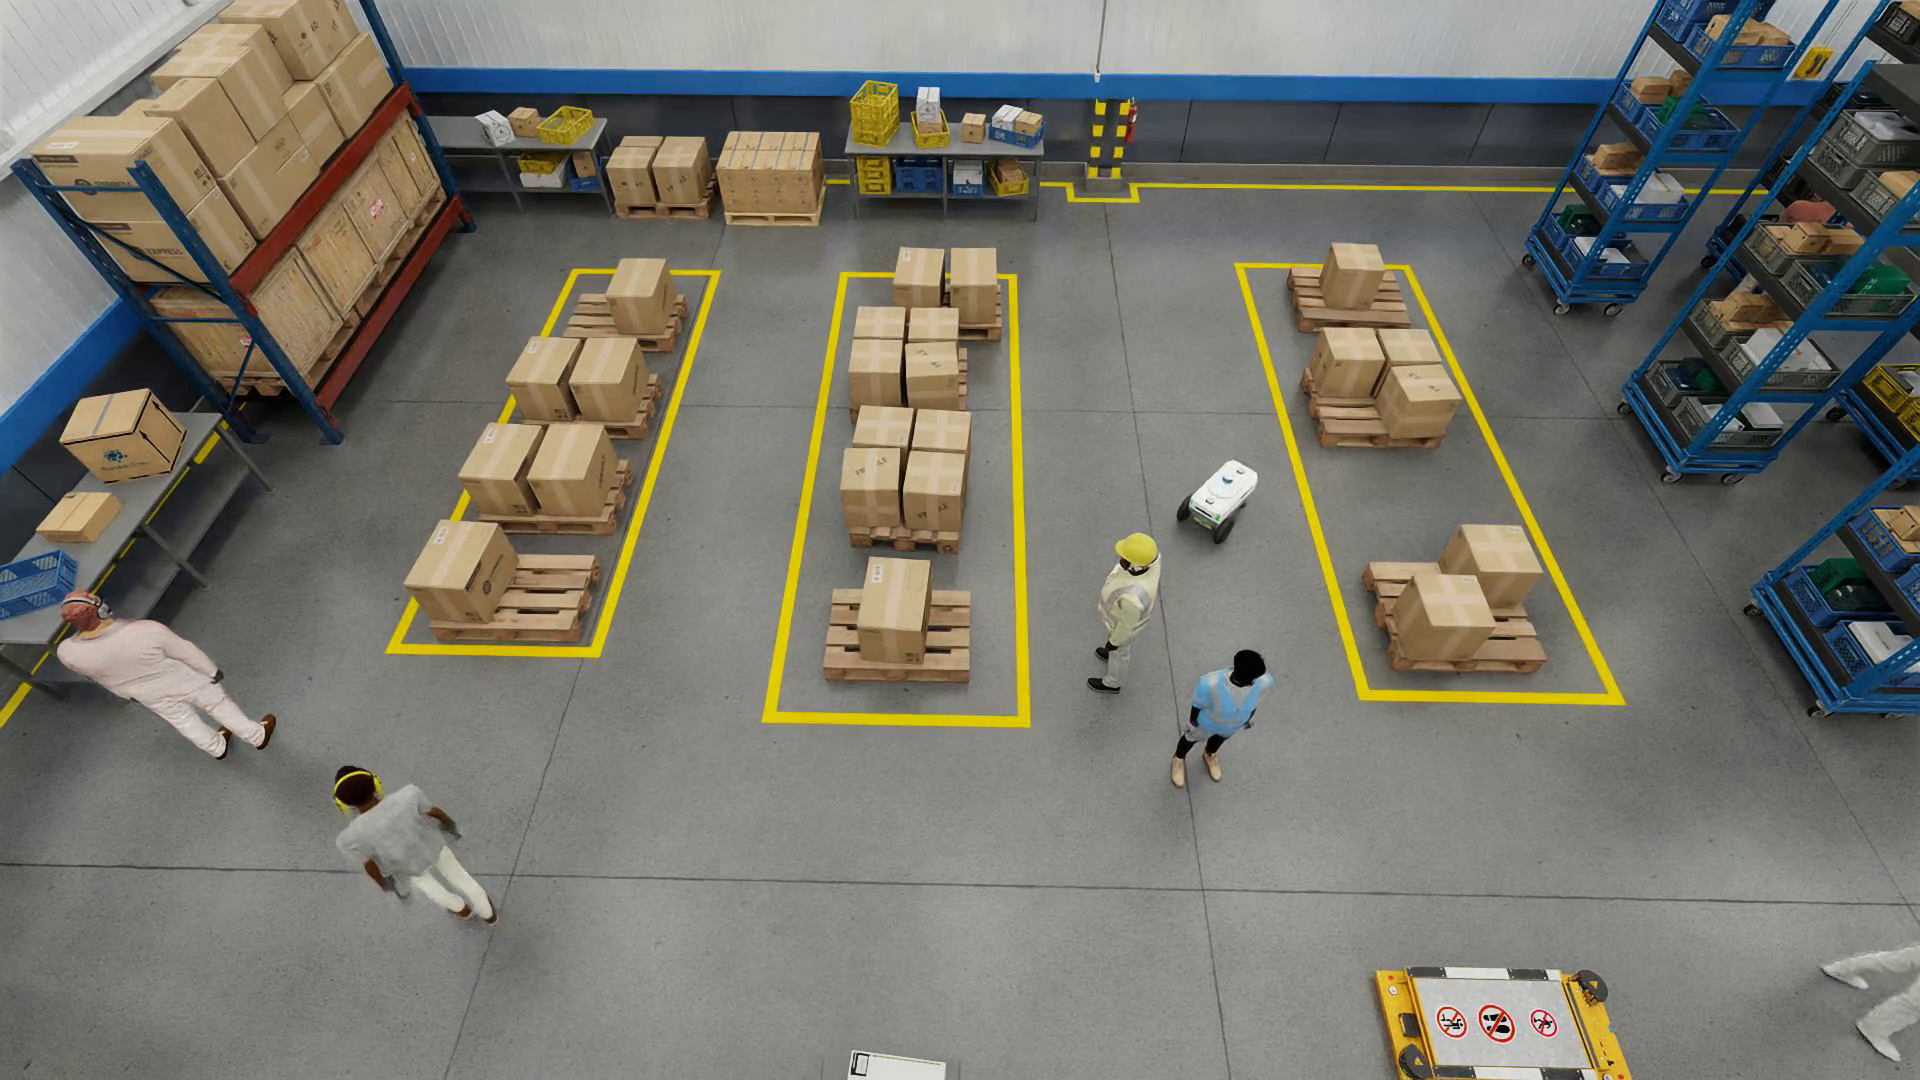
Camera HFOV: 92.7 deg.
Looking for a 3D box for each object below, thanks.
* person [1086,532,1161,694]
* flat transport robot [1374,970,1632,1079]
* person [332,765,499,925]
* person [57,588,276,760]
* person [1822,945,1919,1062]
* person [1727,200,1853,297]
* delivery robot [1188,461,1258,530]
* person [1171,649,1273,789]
[{"bbox_3d":[1.251,0.561,7.010,0.404,1.833,0.590,16,53,12],"label":"person"},{"bbox_3d":[3.501,3.133,5.914,1.431,0.197,0.652,1,51,1],"label":"flat transport robot"},{"bbox_3d":[-3.447,2.005,5.830,0.545,1.834,0.537,35,59,25],"label":"person"},{"bbox_3d":[-5.730,0.987,6.625,0.636,1.900,0.401,-17,53,-14],"label":"person"},{"bbox_3d":[5.975,2.618,5.474,0.517,1.609,0.548,-37,60,-26],"label":"person"},{"bbox_3d":[8.821,-2.975,9.802,0.412,1.979,0.633,-35,59,-25],"label":"person"},{"bbox_3d":[2.468,-0.439,8.586,0.477,0.478,0.707,36,59,26],"label":"delivery robot"},{"bbox_3d":[1.856,1.260,6.525,0.535,1.699,0.322,-5,51,-4],"label":"person"}]
